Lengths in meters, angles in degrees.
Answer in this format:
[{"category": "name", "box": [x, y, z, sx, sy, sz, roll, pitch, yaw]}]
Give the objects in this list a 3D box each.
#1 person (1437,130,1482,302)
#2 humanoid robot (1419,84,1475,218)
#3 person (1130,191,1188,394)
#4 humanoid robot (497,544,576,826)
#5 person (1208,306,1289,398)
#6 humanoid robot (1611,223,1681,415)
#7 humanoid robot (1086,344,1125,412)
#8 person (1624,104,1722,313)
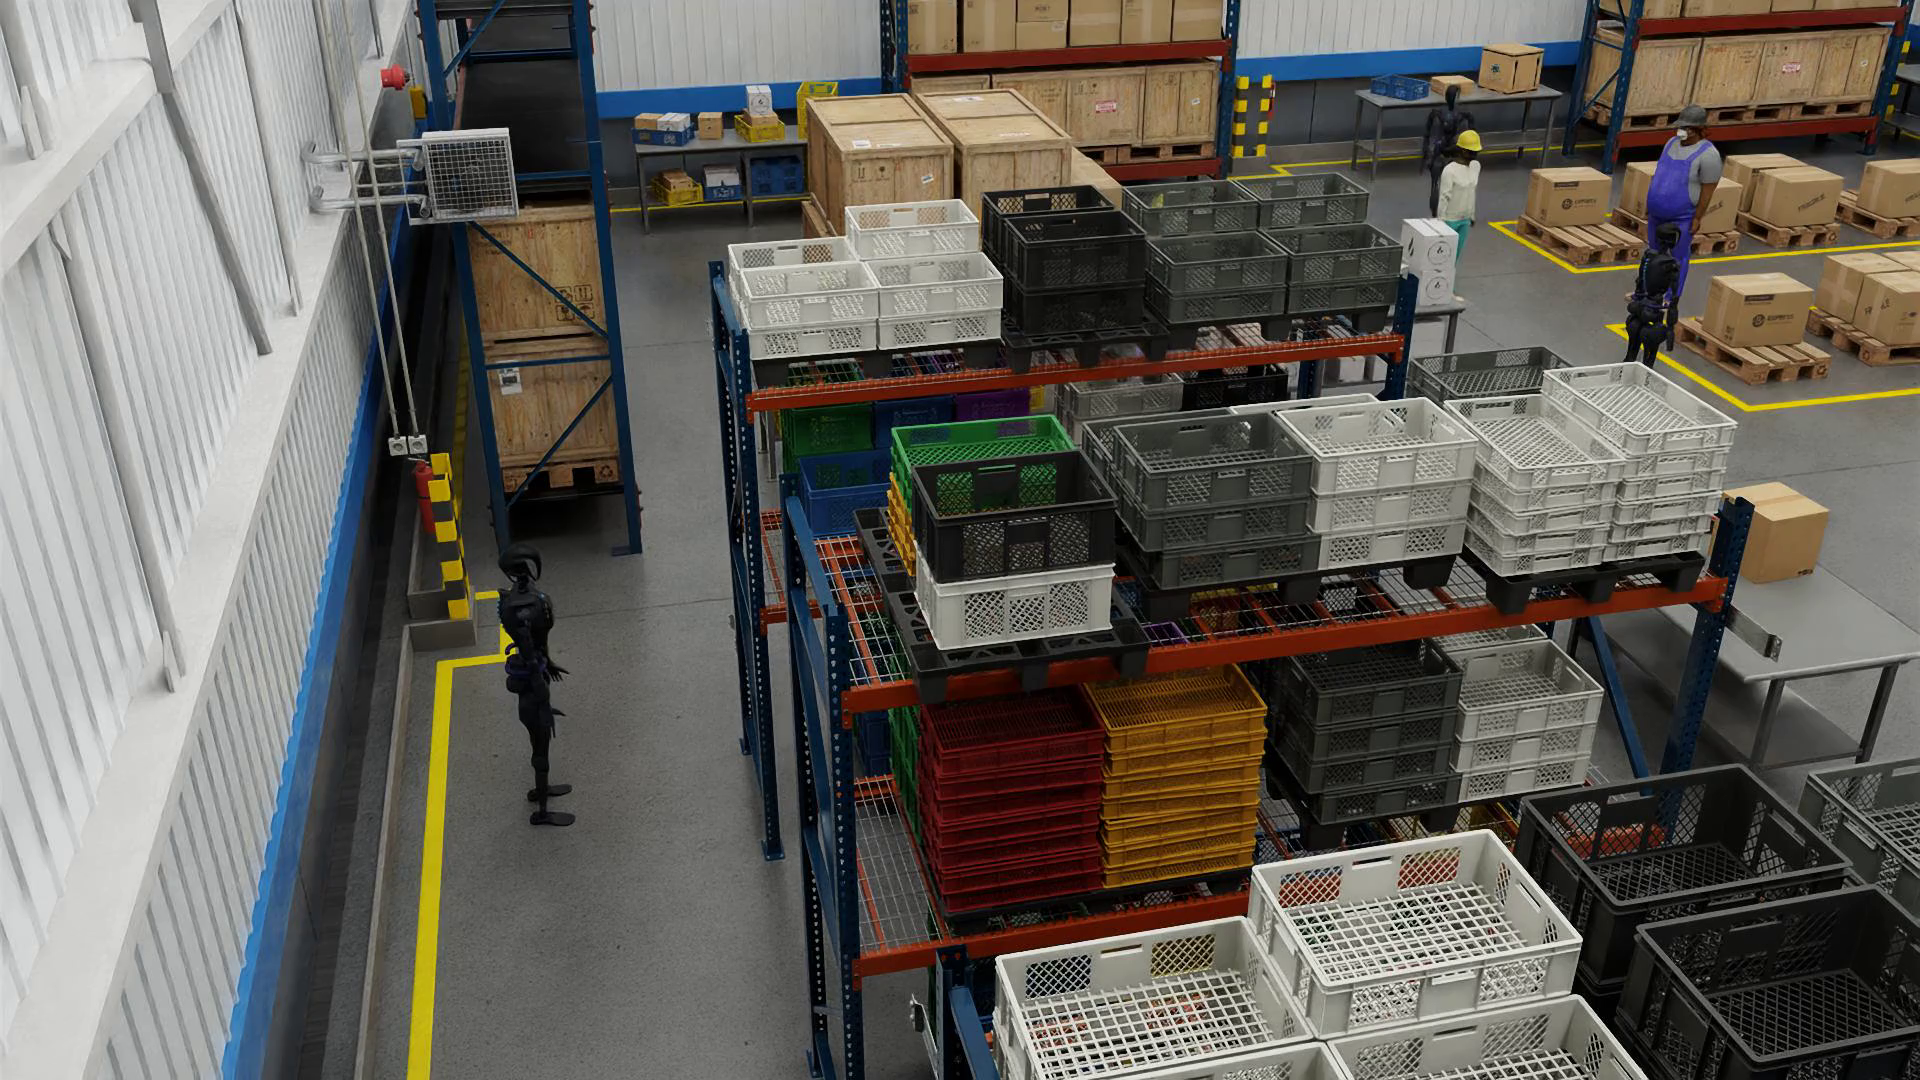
[{"category": "person", "box": [4.926, -3.181, 16.475, 0.532, 1.766, 0.324, -18, 33, -31]}, {"category": "humanoid robot", "box": [5.479, -4.277, 18.647, 0.622, 1.645, 0.337, 15, 31, 26]}, {"category": "person", "box": [1.711, -2.017, 14.118, 0.594, 1.907, 0.530, 7, 29, 12]}, {"category": "humanoid robot", "box": [-2.292, 0.773, 9.051, 0.331, 1.660, 0.586, -7, 28, -12]}, {"category": "person", "box": [2.202, -1.339, 12.736, 0.610, 1.995, 0.389, 1, 28, 3]}, {"category": "humanoid robot", "box": [5.856, -1.872, 14.074, 0.331, 1.657, 0.586, -7, 28, -12]}, {"category": "humanoid robot", "box": [1.069, -0.626, 11.803, 0.774, 1.646, 0.599, 2, 28, 5]}, {"category": "person", "box": [6.996, -3.254, 16.323, 0.537, 2.000, 0.673, -11, 30, -20]}]
